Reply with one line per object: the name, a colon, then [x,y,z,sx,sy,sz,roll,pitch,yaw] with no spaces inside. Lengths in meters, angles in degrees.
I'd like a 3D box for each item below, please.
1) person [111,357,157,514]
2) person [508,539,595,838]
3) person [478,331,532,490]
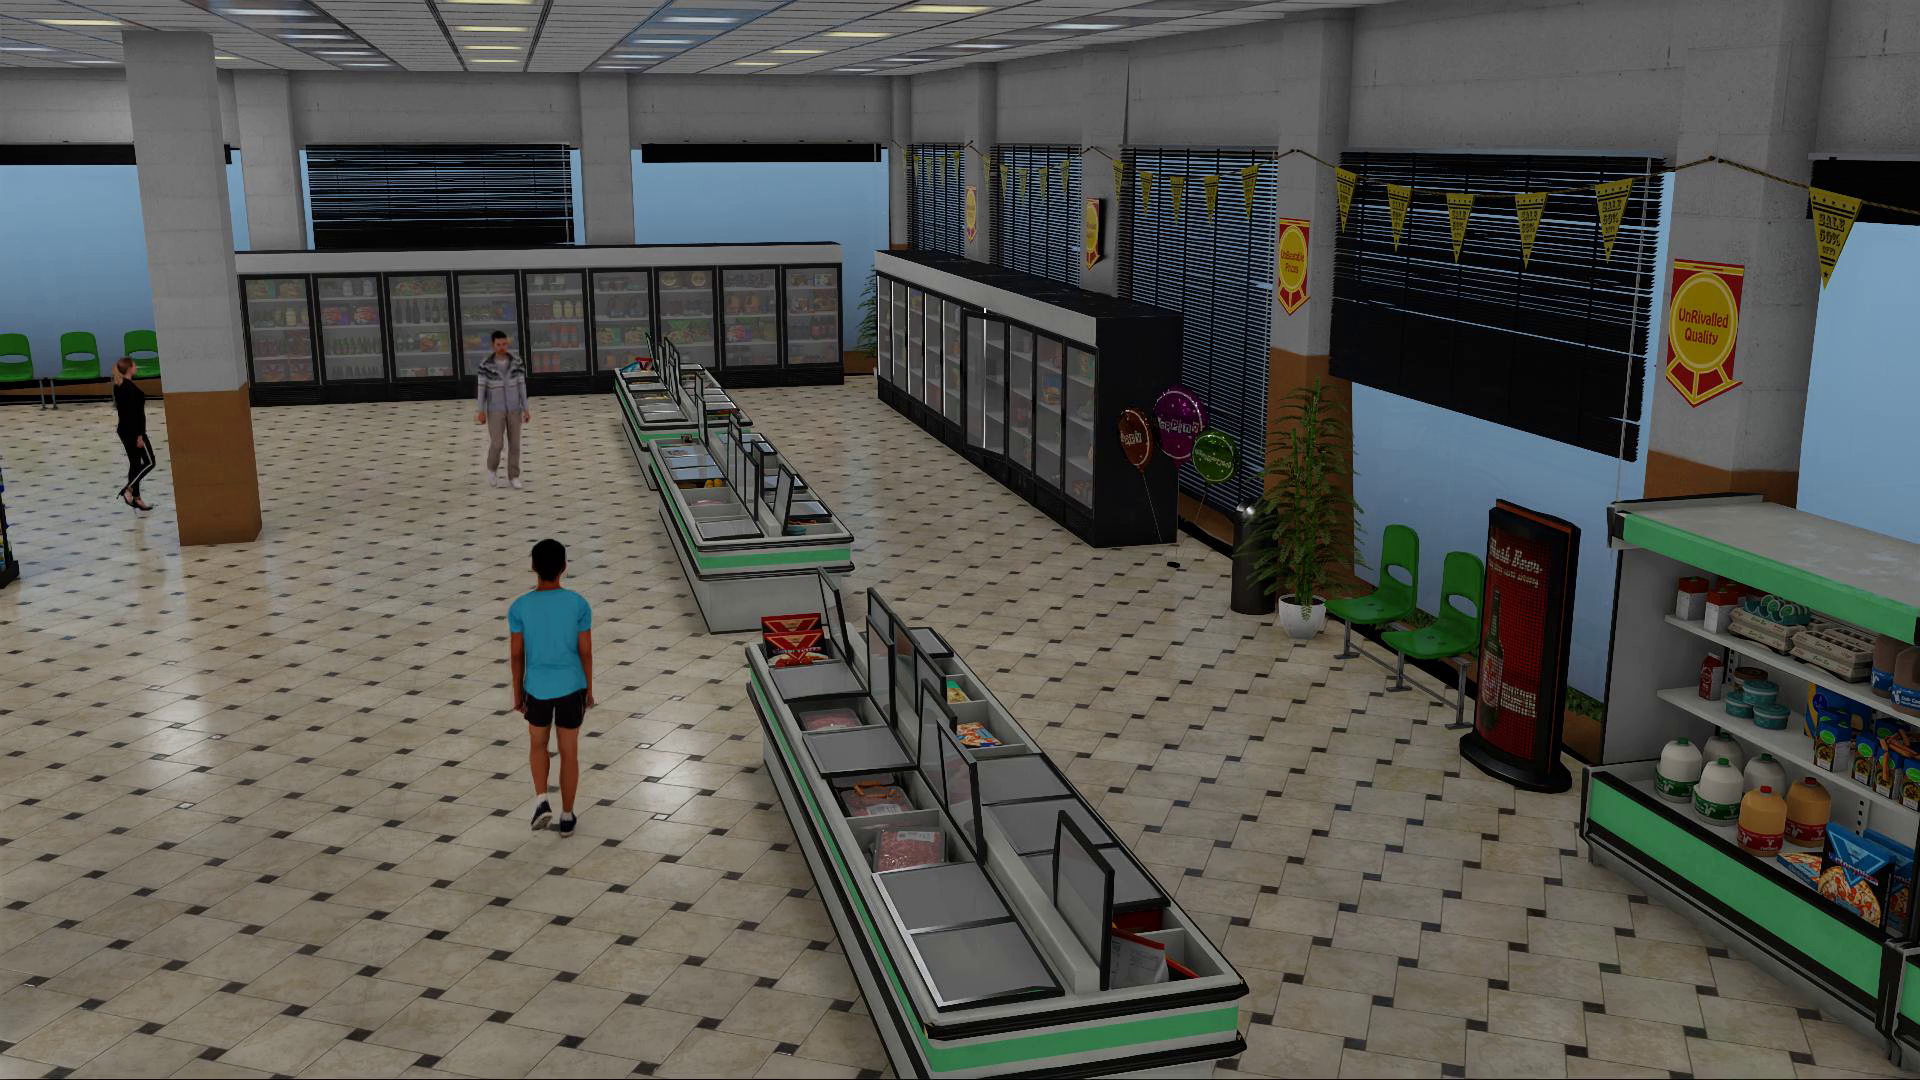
person: [-9.011,-1.107,17.961,0.777,1.694,0.841,9,16,34]
person: [-2.329,0.893,9.559,0.636,1.766,0.709,-3,14,-10]
person: [-5.338,-1.531,19.394,0.798,1.843,0.789,-9,16,-33]
